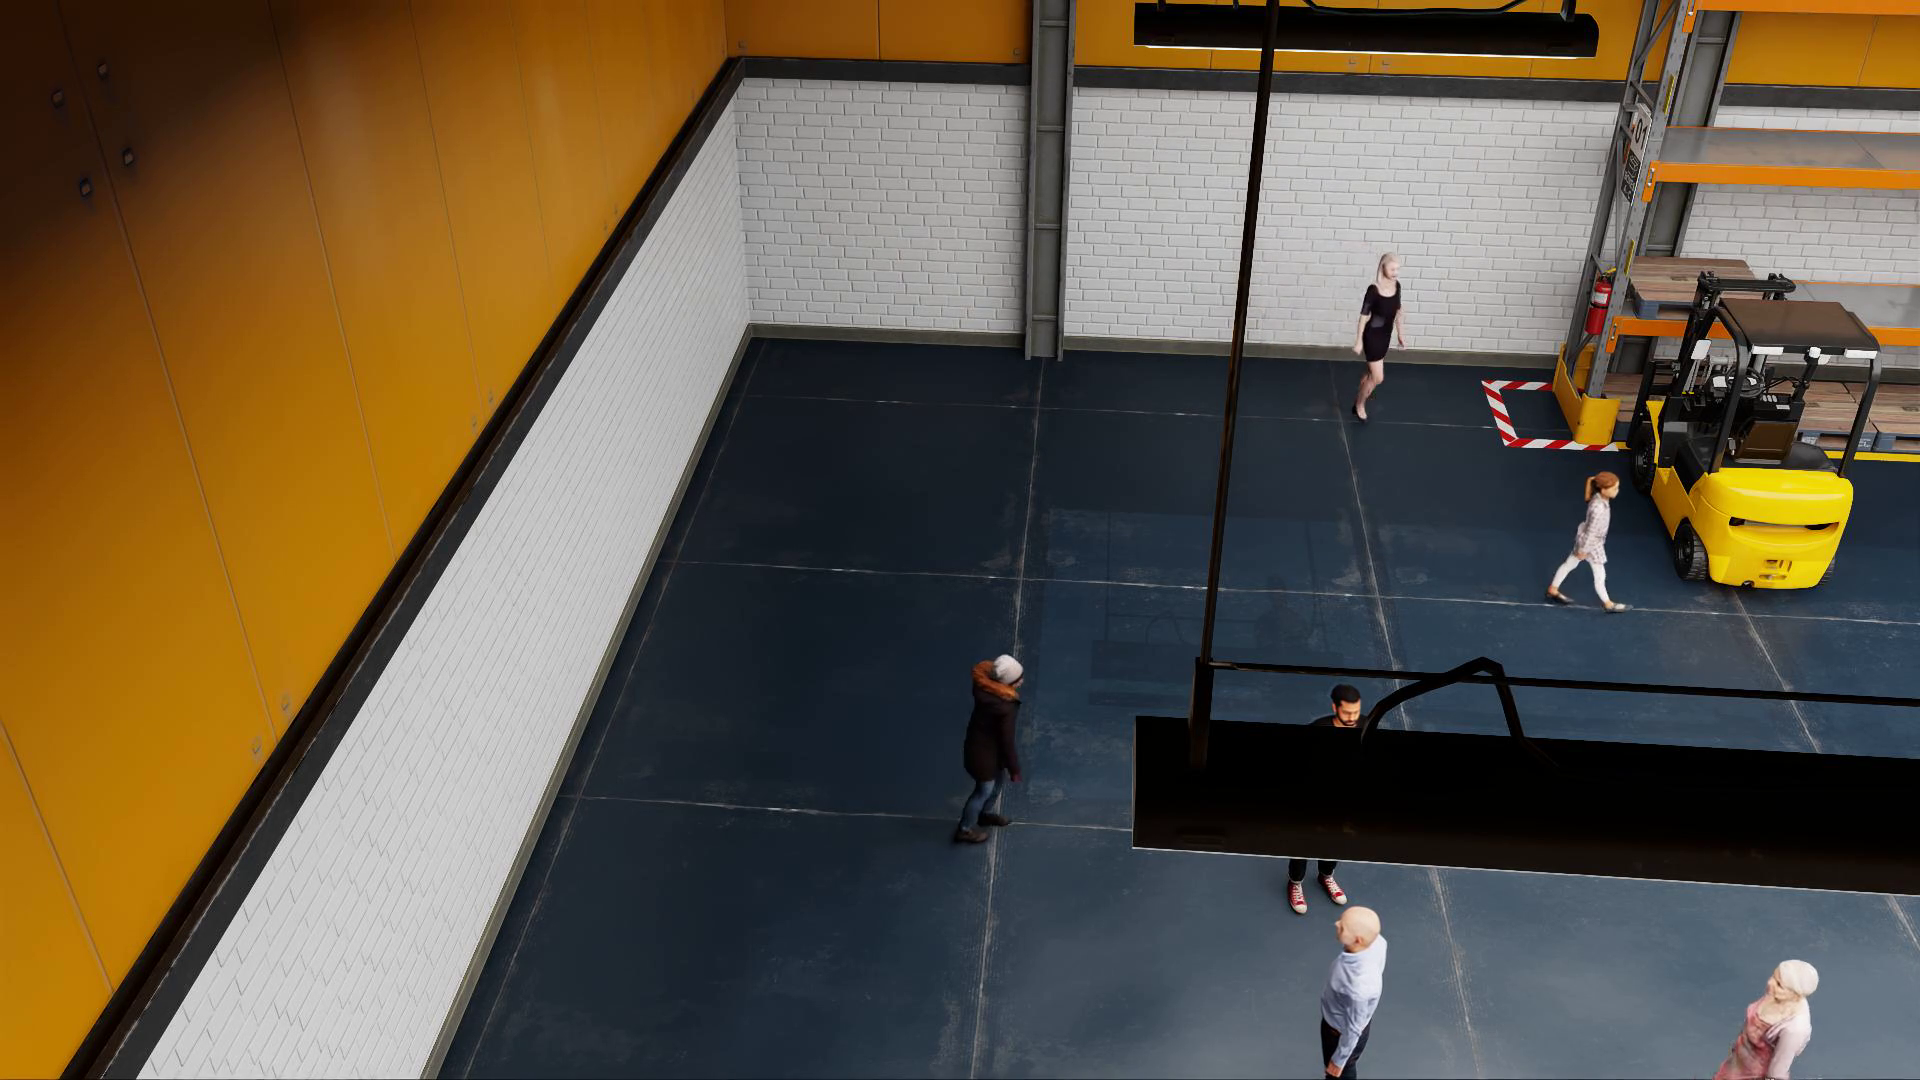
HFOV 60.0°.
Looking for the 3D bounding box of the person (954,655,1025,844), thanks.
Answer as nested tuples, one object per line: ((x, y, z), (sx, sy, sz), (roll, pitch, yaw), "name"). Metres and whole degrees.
((0.131, 1.404, 11.112), (0.754, 1.602, 0.708), (-11, 35, -16), "person")

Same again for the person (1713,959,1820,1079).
((4.331, 2.842, 8.882), (0.919, 1.676, 0.696), (8, 34, 12), "person")

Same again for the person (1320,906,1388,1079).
((2.087, 2.664, 9.045), (0.628, 1.791, 0.685), (9, 35, 13), "person")

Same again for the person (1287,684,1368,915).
((2.373, 1.627, 10.636), (0.609, 1.757, 0.760), (-9, 35, -14), "person")

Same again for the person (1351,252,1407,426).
((3.917, -1.950, 15.962), (0.745, 1.820, 0.805), (-28, 43, -35), "person")

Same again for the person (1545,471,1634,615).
((5.044, 0.004, 13.511), (0.970, 1.278, 0.738), (14, 36, 20), "person")
